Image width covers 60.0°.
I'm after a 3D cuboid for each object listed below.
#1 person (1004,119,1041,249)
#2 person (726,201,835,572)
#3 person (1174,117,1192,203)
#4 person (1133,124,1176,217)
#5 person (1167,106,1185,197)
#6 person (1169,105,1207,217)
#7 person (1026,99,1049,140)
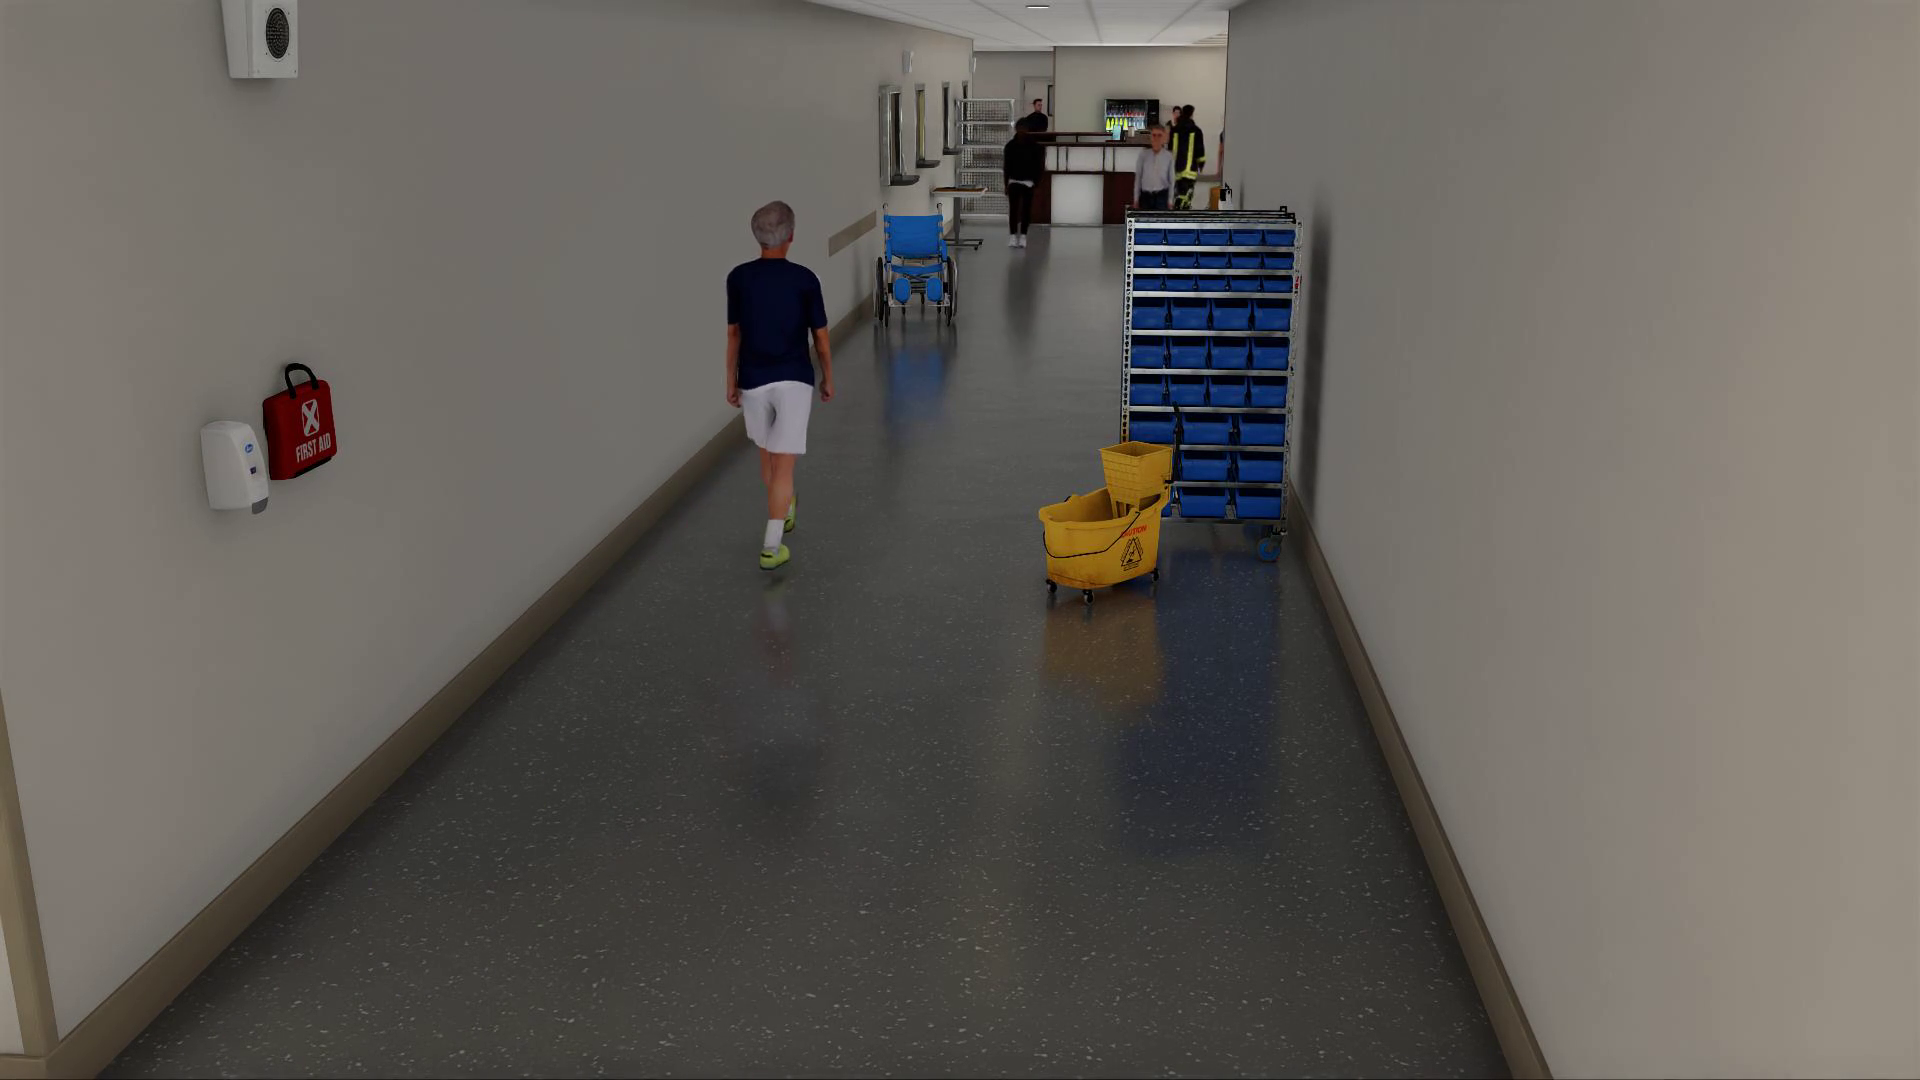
[{"bbox_3d":[0.885,-5.038,23.552,0.817,1.792,0.754,0,16,0],"label":"person"},{"bbox_3d":[-0.931,-0.730,8.290,1.095,1.782,0.751,2,16,8],"label":"person"},{"bbox_3d":[4.028,-6.822,30.135,0.587,1.653,0.700,-5,16,-16],"label":"person"},{"bbox_3d":[2.419,-4.244,20.745,1.147,1.786,0.845,4,16,14],"label":"person"},{"bbox_3d":[4.249,-7.661,32.907,0.879,1.763,0.871,-5,17,-18],"label":"person"},{"bbox_3d":[3.681,-6.167,27.359,1.247,1.899,1.165,9,18,29],"label":"person"},{"bbox_3d":[1.526,-8.000,33.892,1.208,1.882,1.144,-8,17,-25],"label":"person"}]
